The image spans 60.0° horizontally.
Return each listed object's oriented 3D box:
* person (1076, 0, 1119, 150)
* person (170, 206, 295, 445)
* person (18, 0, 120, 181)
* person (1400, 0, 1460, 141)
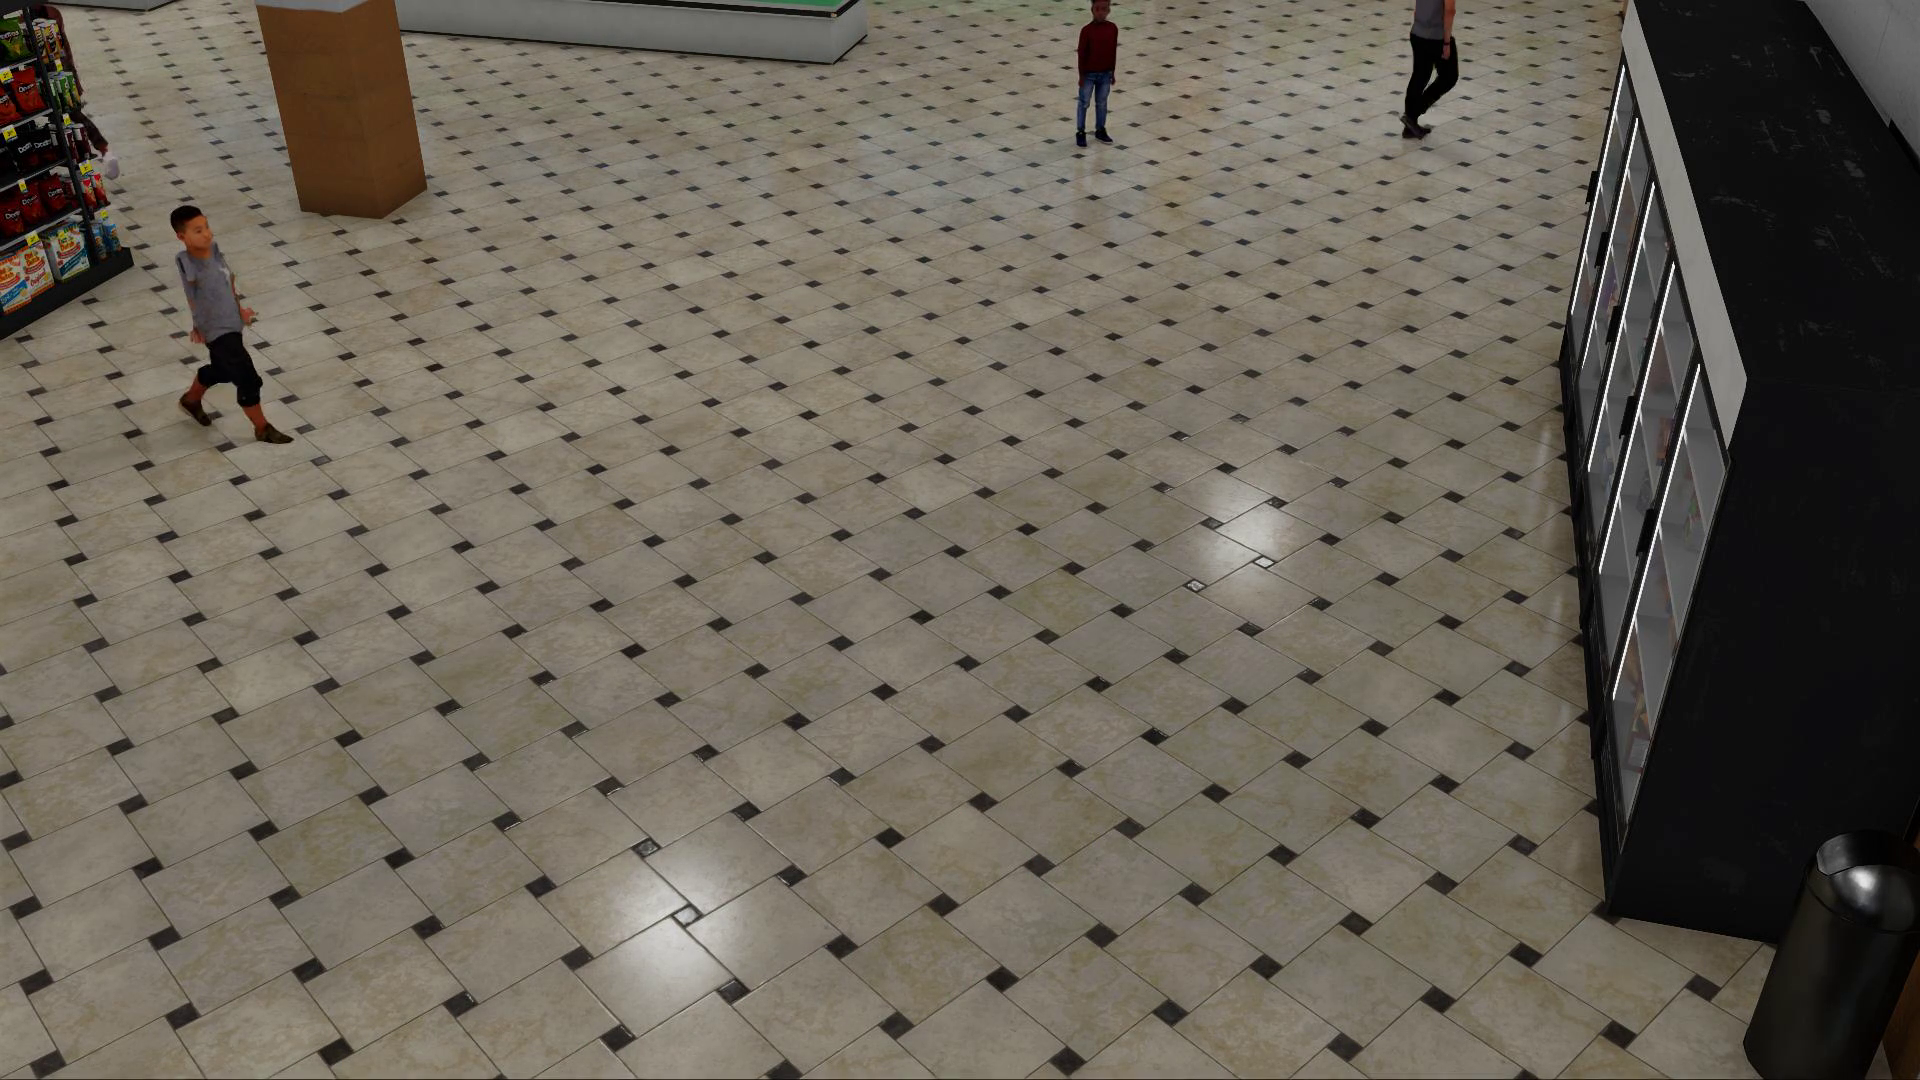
[{"bbox_3d":[1.138,-3.930,13.888,0.563,1.254,0.643,-12,34,-18],"label":"person"},{"bbox_3d":[-4.264,-1.259,9.430,1.011,1.429,0.602,6,32,9],"label":"person"},{"bbox_3d":[-6.886,-3.495,12.785,0.903,1.682,0.704,16,35,24],"label":"person"},{"bbox_3d":[3.856,-4.171,13.812,0.875,1.743,0.816,-14,35,-21],"label":"person"}]
